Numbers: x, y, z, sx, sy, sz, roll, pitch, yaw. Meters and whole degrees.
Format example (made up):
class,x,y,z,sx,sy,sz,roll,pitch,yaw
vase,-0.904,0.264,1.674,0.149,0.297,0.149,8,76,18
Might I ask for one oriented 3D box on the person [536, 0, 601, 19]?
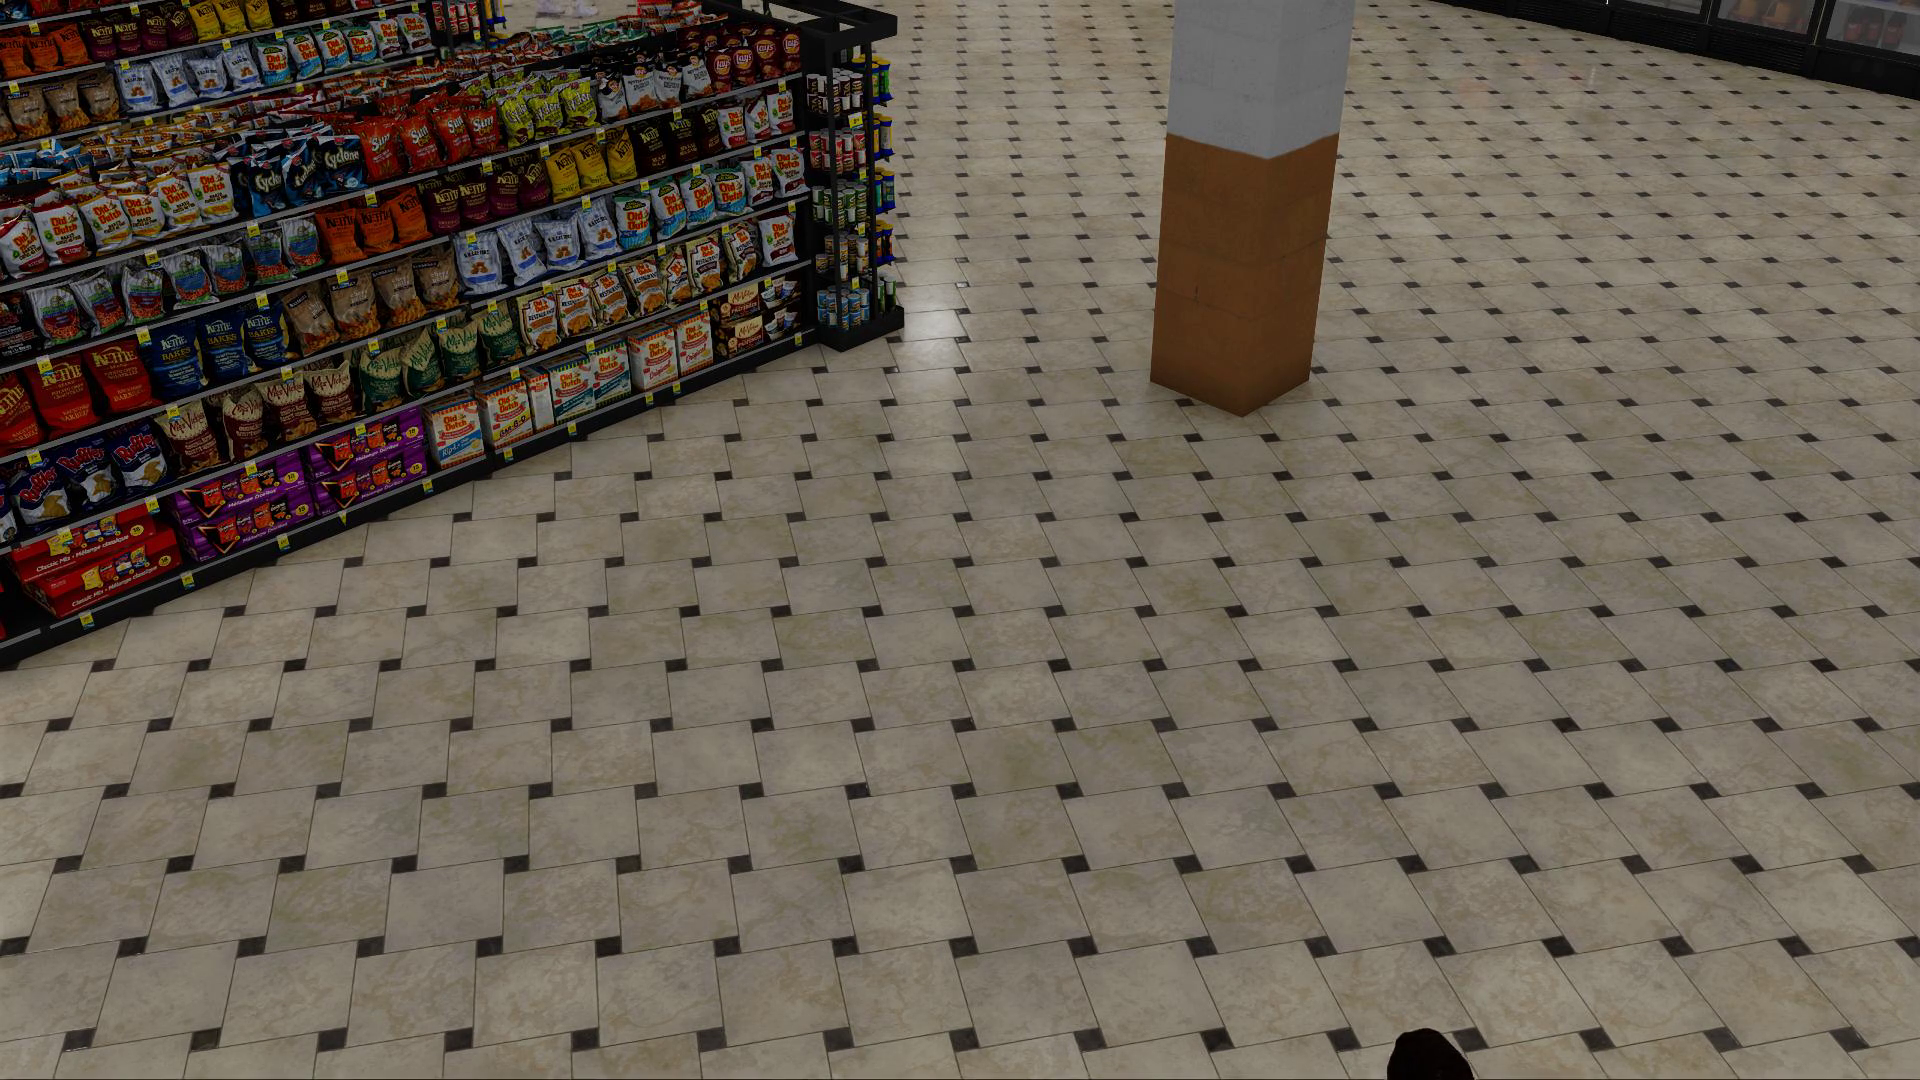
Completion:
class,x,y,z,sx,sy,sz,roll,pitch,yaw
person,-4.264,-6.243,16.963,1.064,1.787,1.099,7,33,11

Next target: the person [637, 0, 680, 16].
class,x,y,z,sx,sy,sz,roll,pitch,yaw
person,-2.583,-4.681,14.485,0.955,1.752,1.130,6,32,10
